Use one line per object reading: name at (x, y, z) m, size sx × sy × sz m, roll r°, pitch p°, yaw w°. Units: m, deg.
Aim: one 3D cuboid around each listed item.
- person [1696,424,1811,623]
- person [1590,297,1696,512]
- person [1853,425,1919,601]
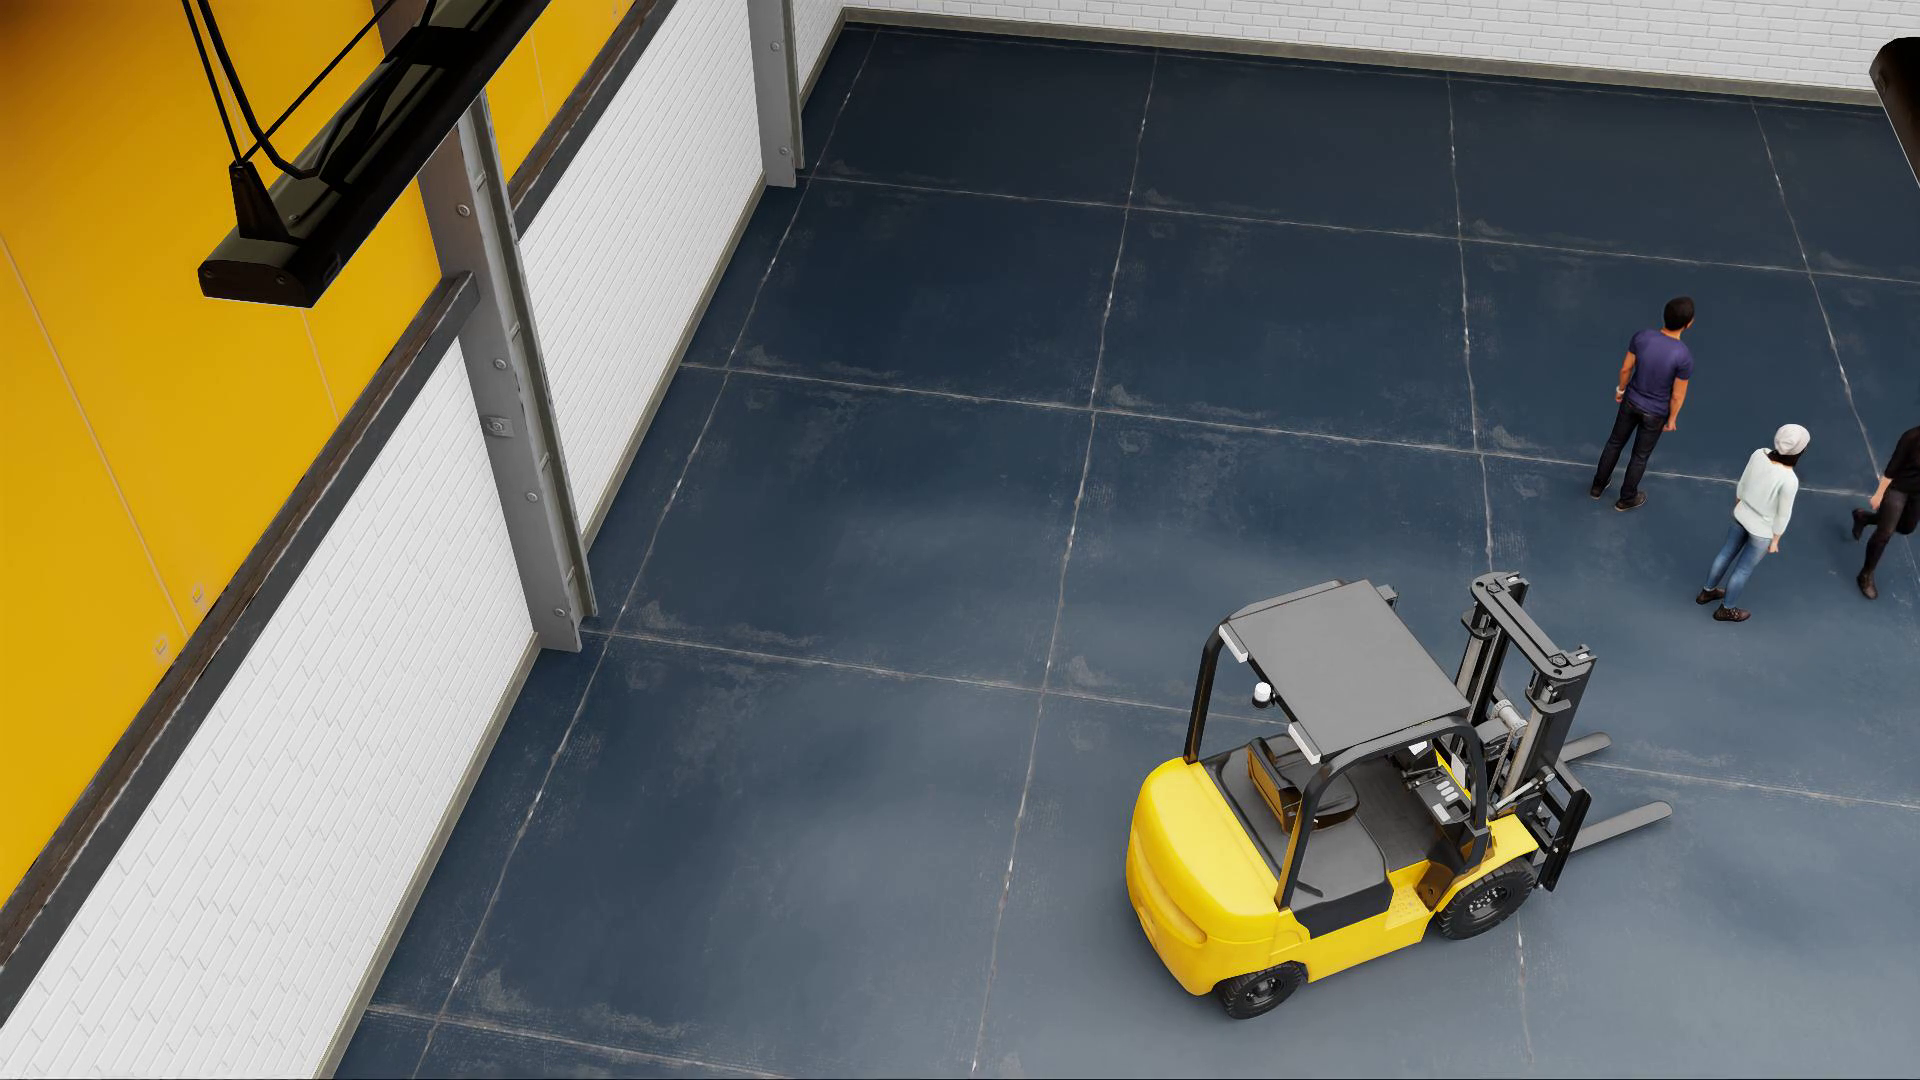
person at (5.304, -0.129, 11.071) m, size 0.707 × 1.645 × 0.589 m, roll -14°, pitch 45°, yaw -14°
person at (4.876, -0.965, 11.841) m, size 0.735 × 1.793 × 0.714 m, roll -33°, pitch 53°, yaw -30°
person at (6.429, -0.385, 11.355) m, size 0.722 × 1.625 × 0.961 m, roll -2°, pitch 44°, yaw -2°
